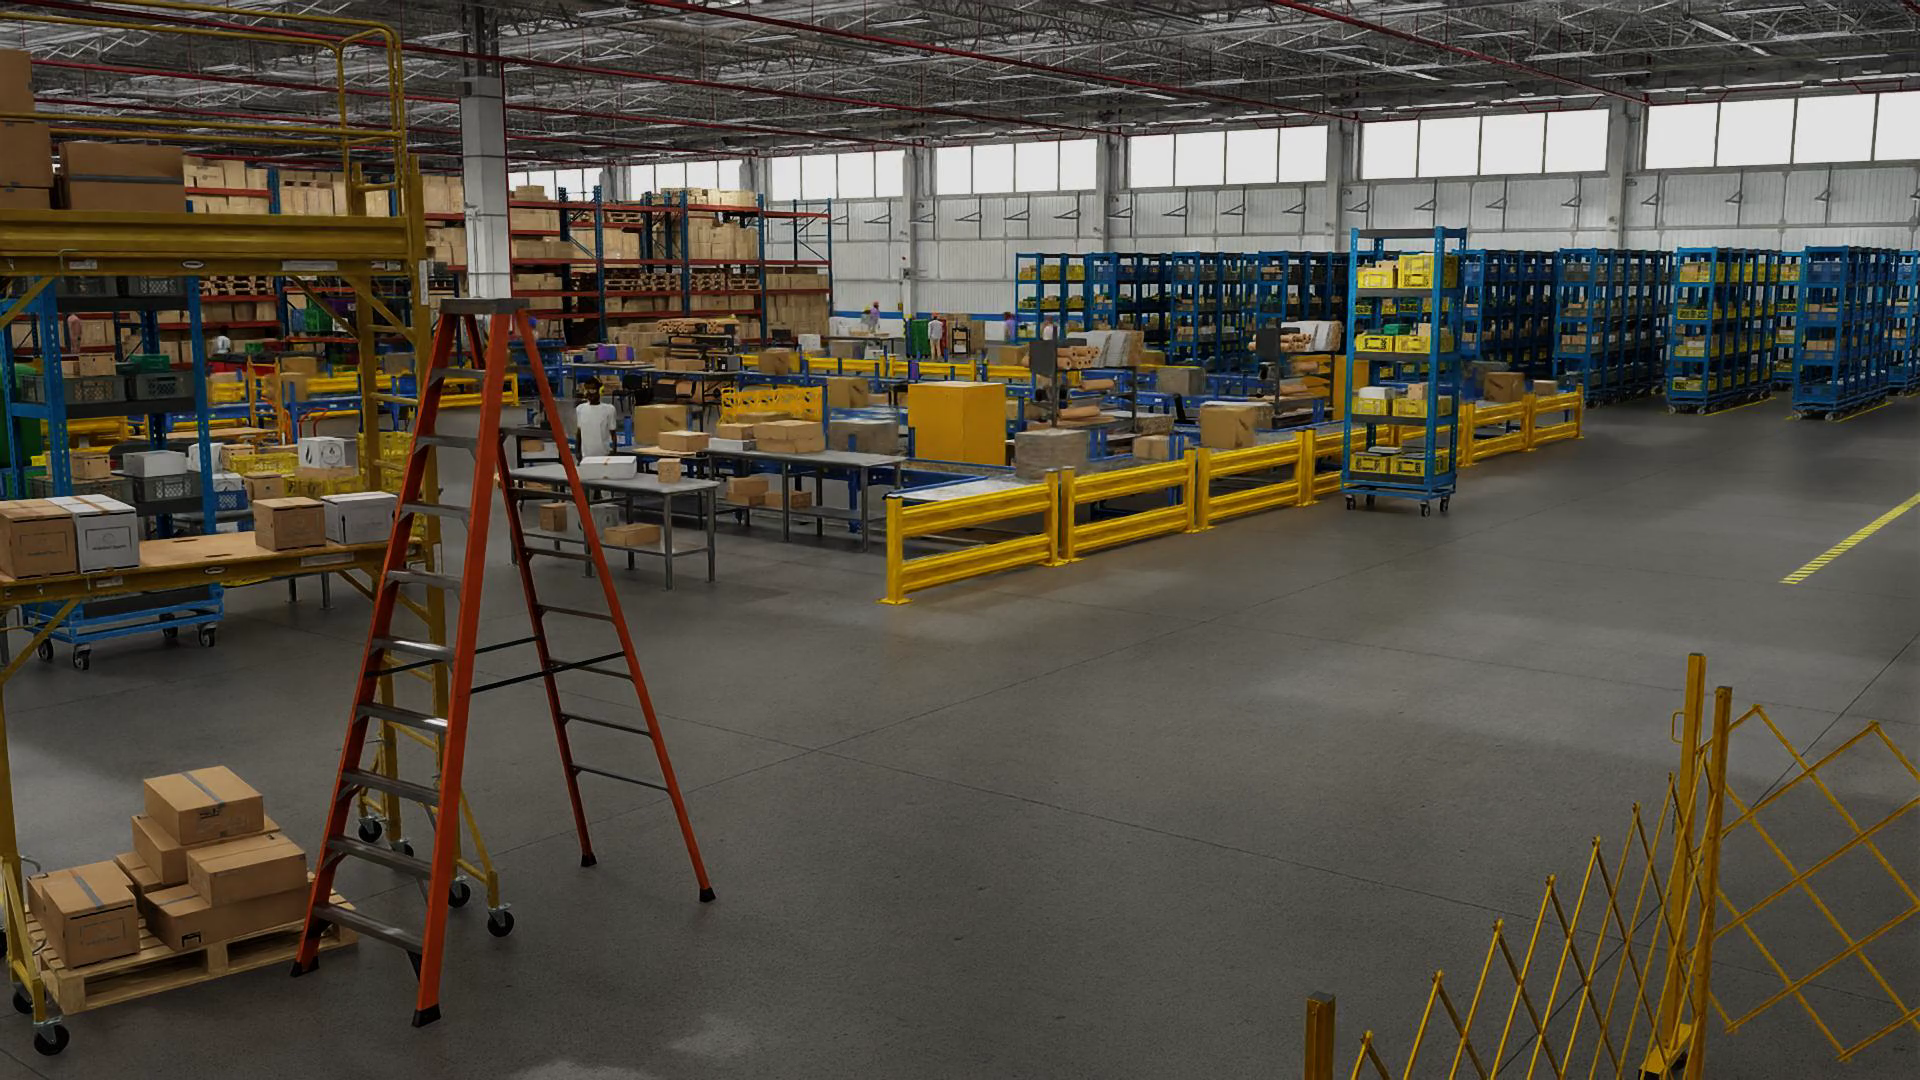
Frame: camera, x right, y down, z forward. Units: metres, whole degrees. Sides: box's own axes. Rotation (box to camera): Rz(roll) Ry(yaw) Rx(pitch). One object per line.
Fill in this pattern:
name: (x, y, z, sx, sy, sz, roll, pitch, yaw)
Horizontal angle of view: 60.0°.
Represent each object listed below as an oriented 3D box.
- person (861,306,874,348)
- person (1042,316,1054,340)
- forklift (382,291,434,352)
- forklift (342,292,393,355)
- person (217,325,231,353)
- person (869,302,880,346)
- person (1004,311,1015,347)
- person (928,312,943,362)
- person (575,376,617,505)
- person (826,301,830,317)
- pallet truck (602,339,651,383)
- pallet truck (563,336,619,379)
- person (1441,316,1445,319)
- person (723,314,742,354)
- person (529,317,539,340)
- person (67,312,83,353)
person: (-3.695, -8.543, 66.972, 0.508, 1.701, 0.849, -3, 10, -20)
person: (2.325, -5.187, 45.521, 0.873, 1.872, 0.683, 6, 11, 33)
forklift: (-16.446, -6.187, 48.648, 1.129, 2.768, 1.873, 7, 11, 37)
forklift: (-16.485, -5.622, 45.120, 1.129, 2.768, 1.873, 7, 11, 37)
person: (-19.733, -4.920, 44.524, 0.537, 1.665, 0.836, 9, 13, 43)
person: (-3.639, -9.087, 69.977, 1.078, 1.864, 0.603, -9, 12, -43)
person: (1.550, -6.372, 53.070, 0.448, 1.827, 0.602, 4, 10, 22)
person: (-0.856, -6.841, 56.231, 0.573, 1.750, 0.332, -6, 11, -35)
person: (-4.165, -0.937, 19.017, 0.520, 1.873, 0.328, 2, 9, 10)
person: (-5.704, -9.117, 70.065, 0.821, 1.873, 0.647, 0, 9, 1)
pallet truck: (-8.991, -4.871, 45.351, 0.653, 1.274, 1.630, 7, 11, 37)
pallet truck: (-10.690, -5.294, 48.215, 1.601, 1.201, 0.680, -5, 10, -26)
person: (16.045, -6.712, 55.326, 0.943, 1.778, 0.609, 4, 10, 26)
person: (-6.866, -5.928, 50.349, 0.425, 1.817, 0.595, 7, 12, 39)
person: (-10.948, -4.808, 43.028, 0.670, 1.913, 0.614, 2, 9, 9)
person: (-29.601, -6.829, 55.707, 0.639, 1.902, 0.406, 8, 12, 43)
